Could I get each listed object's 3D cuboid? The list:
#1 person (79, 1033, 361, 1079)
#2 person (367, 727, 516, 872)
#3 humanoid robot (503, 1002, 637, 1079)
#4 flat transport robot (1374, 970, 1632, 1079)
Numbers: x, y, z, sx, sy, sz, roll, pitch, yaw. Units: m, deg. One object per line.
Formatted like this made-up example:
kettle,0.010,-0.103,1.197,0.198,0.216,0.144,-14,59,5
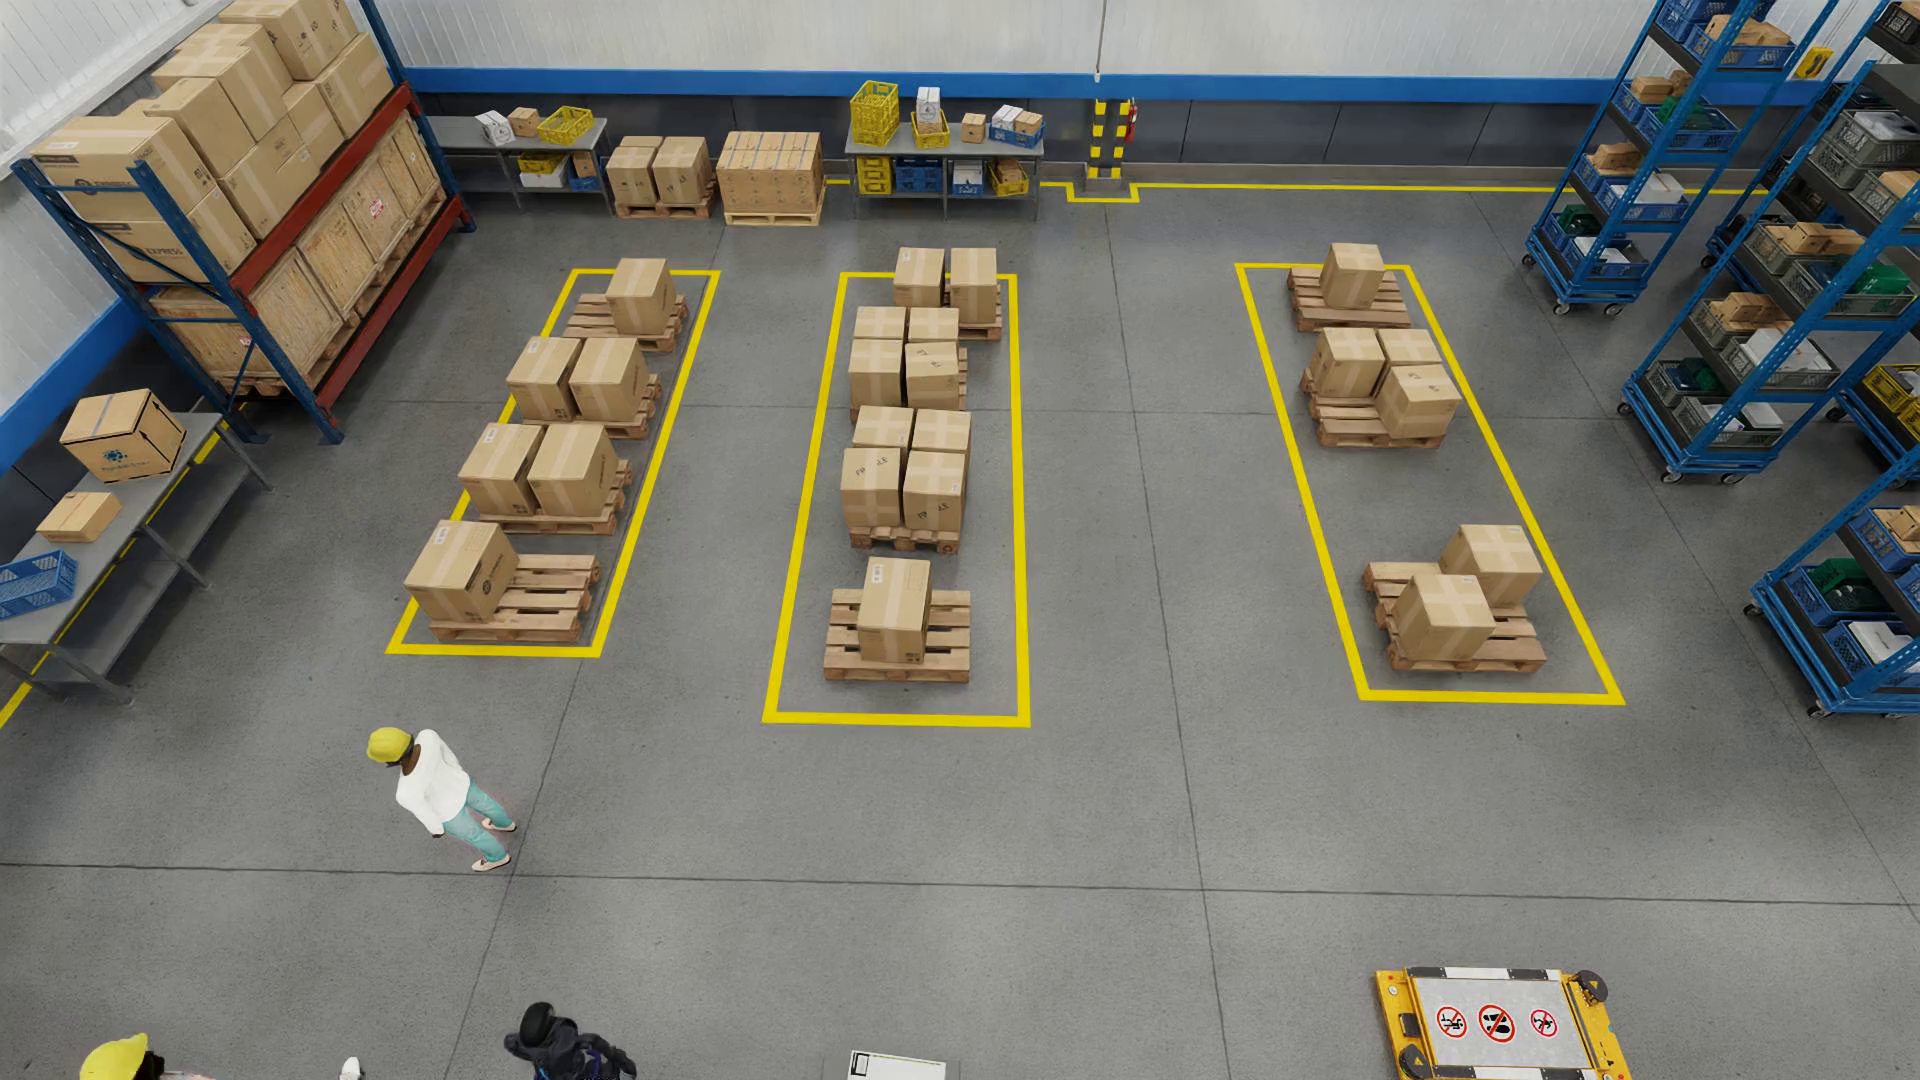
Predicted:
person,-3.946,3.068,4.946,0.612,1.873,0.874,2,51,2
person,-3.436,1.719,6.118,0.313,1.768,0.524,-4,51,-3
humanoid robot,-2.166,2.977,5.156,0.601,1.650,0.364,0,51,0
flat transport robot,3.501,3.133,5.914,1.431,0.197,0.652,1,51,1
